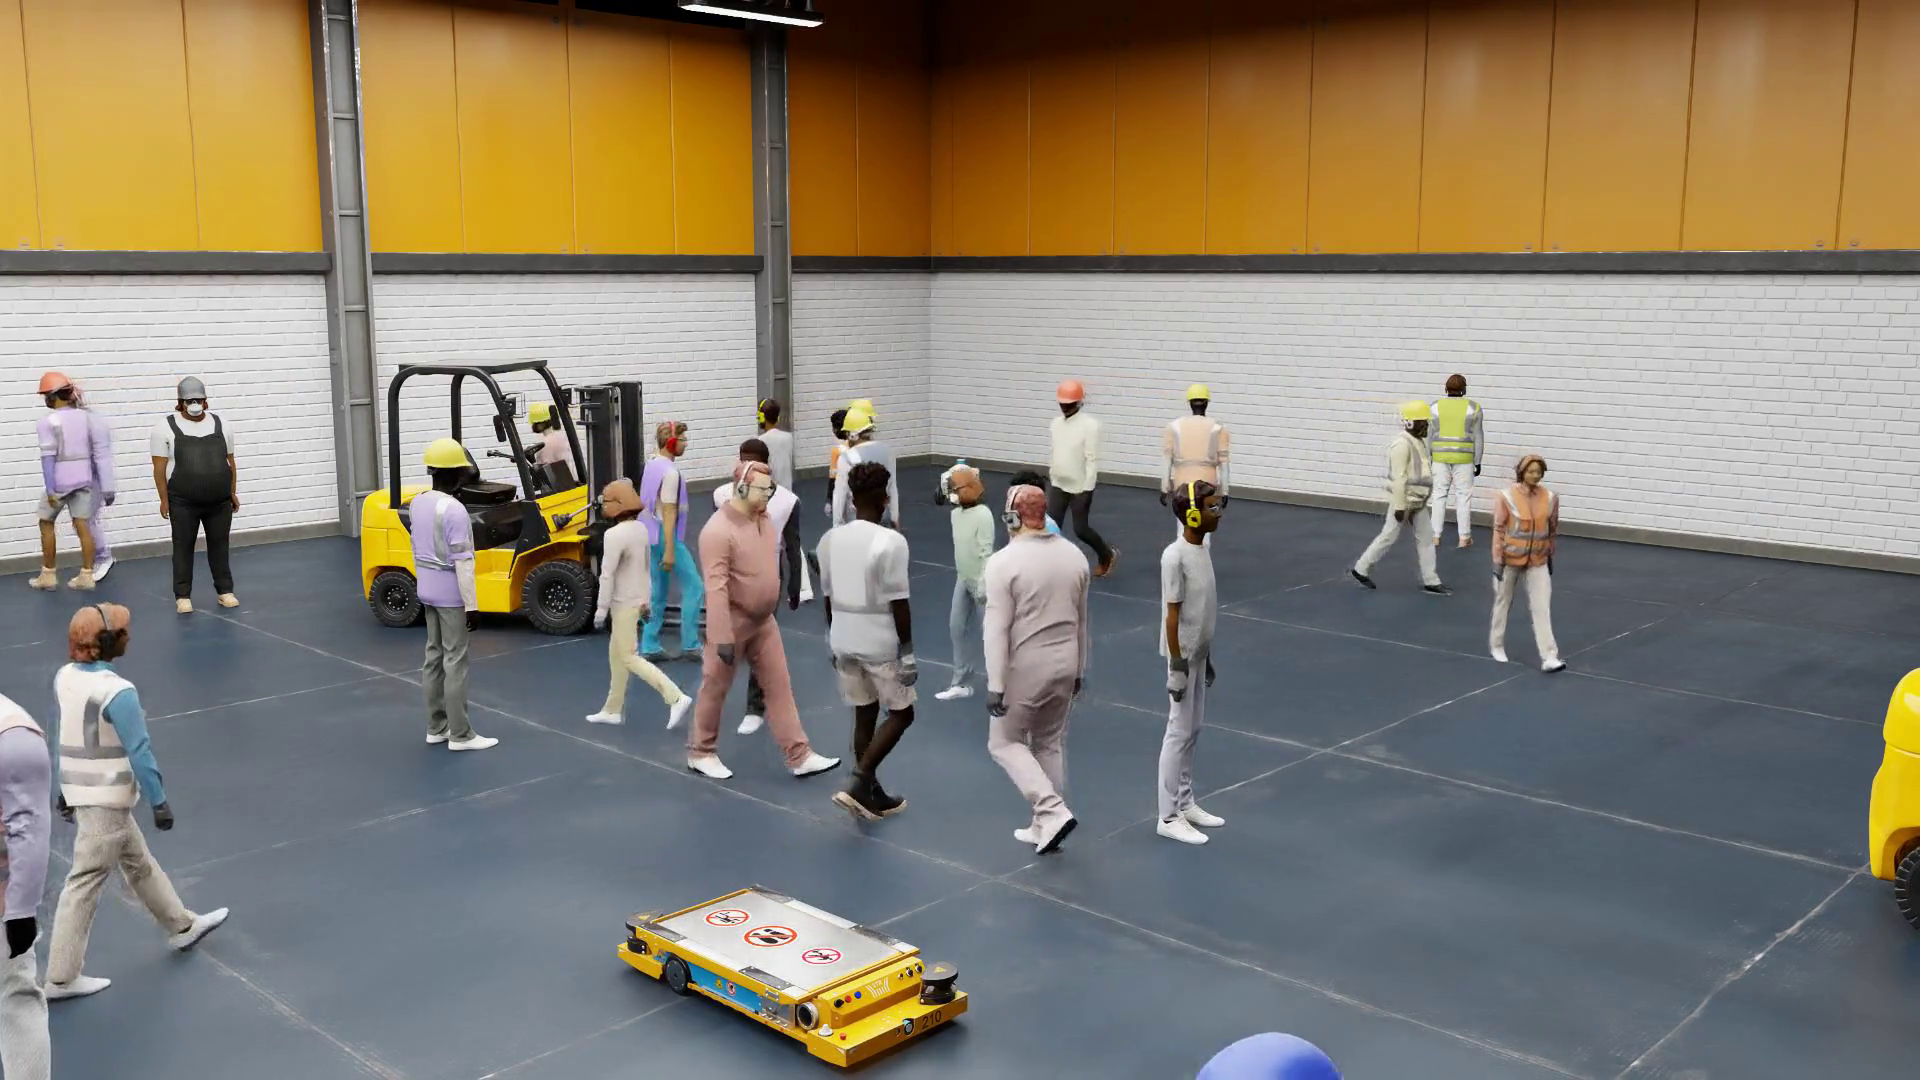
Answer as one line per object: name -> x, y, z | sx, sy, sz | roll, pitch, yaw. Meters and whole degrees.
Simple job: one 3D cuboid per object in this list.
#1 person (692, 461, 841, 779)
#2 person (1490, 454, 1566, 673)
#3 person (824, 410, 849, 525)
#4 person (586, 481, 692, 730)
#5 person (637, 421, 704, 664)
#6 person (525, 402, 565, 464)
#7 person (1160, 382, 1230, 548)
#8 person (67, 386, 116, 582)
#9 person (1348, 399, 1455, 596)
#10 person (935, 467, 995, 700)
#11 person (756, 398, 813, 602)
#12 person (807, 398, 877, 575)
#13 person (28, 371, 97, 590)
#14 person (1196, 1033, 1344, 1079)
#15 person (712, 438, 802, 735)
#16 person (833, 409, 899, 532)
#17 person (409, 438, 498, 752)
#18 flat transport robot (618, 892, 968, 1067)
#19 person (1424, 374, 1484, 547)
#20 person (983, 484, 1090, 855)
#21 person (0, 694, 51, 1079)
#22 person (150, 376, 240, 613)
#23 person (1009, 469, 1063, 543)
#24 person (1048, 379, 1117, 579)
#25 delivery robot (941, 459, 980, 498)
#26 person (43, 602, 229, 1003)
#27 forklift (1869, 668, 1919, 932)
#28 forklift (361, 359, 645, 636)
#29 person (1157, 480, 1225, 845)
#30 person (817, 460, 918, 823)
person -> -1.158, 0.485, 9.496 | 0.981, 1.849, 0.683 | 5, 11, 29
person -> 4.166, 0.173, 12.224 | 0.530, 1.593, 0.833 | -1, 9, -3
person -> -1.051, -0.369, 15.276 | 0.631, 1.664, 0.578 | 7, 11, 35
person -> -2.065, 0.427, 10.634 | 0.743, 1.606, 0.534 | 2, 9, 12
person -> -2.095, 0.021, 12.429 | 0.709, 1.820, 0.585 | -4, 10, -26
person -> -3.814, -0.400, 15.300 | 0.686, 1.726, 0.581 | 1, 9, 6
person -> 2.180, -0.508, 15.458 | 0.653, 1.900, 0.493 | 1, 9, 9
person -> -8.169, -0.505, 15.511 | 0.767, 1.873, 0.487 | 5, 11, 29
person -> 4.009, -0.393, 15.113 | 0.924, 1.794, 0.590 | 6, 11, 32
person -> 0.179, 0.291, 11.460 | 0.710, 1.603, 0.543 | -6, 11, -32
person -> -1.644, -0.351, 14.793 | 0.992, 1.812, 0.486 | 9, 13, 43
person -> -1.068, -0.486, 15.857 | 0.736, 1.742, 0.533 | -1, 9, -5
person -> -8.290, -0.537, 15.282 | 0.758, 2.017, 0.613 | 4, 10, 22
person -> 0.348, 1.623, 2.396 | 0.610, 1.903, 0.993 | 9, 13, 43
person -> -1.299, 0.247, 10.896 | 0.583, 1.884, 0.941 | 3, 10, 16
person -> -0.853, -0.217, 14.044 | 0.598, 1.772, 0.956 | -9, 13, -44
person -> -3.131, 0.336, 10.198 | 0.588, 1.927, 0.366 | 9, 13, 42
flat transport robot -> -0.708, 1.722, 6.767 | 1.431, 0.197, 0.652 | 9, 13, 43
person -> 5.245, -0.842, 17.688 | 0.626, 1.844, 0.429 | 4, 10, 23
person -> 0.400, 0.669, 8.299 | 0.692, 1.882, 0.525 | -8, 12, -41
person -> -3.239, 1.161, 5.405 | 0.628, 1.843, 0.429 | 4, 10, 21
person -> -6.555, -0.399, 14.360 | 0.689, 2.000, 0.539 | -8, 12, -40
person -> 0.470, 0.377, 10.709 | 0.396, 1.678, 0.539 | -3, 10, -19
person -> 1.096, -0.524, 15.382 | 0.818, 1.958, 0.625 | -9, 13, -43
delivery robot -> 0.008, -0.773, 20.909 | 0.477, 0.478, 0.707 | 3, 10, 15
person -> -3.429, 1.043, 6.854 | 0.536, 1.589, 0.856 | 7, 12, 38
forklift -> 5.205, 0.723, 7.013 | 2.313, 2.155, 1.214 | 9, 13, 43
forklift -> -3.850, -0.407, 13.936 | 2.313, 2.155, 1.214 | 2, 9, 11
person -> 1.207, 0.619, 8.626 | 0.321, 1.876, 0.532 | 4, 10, 25
person -> -0.498, 0.553, 8.810 | 0.626, 1.947, 0.475 | 8, 12, 40
